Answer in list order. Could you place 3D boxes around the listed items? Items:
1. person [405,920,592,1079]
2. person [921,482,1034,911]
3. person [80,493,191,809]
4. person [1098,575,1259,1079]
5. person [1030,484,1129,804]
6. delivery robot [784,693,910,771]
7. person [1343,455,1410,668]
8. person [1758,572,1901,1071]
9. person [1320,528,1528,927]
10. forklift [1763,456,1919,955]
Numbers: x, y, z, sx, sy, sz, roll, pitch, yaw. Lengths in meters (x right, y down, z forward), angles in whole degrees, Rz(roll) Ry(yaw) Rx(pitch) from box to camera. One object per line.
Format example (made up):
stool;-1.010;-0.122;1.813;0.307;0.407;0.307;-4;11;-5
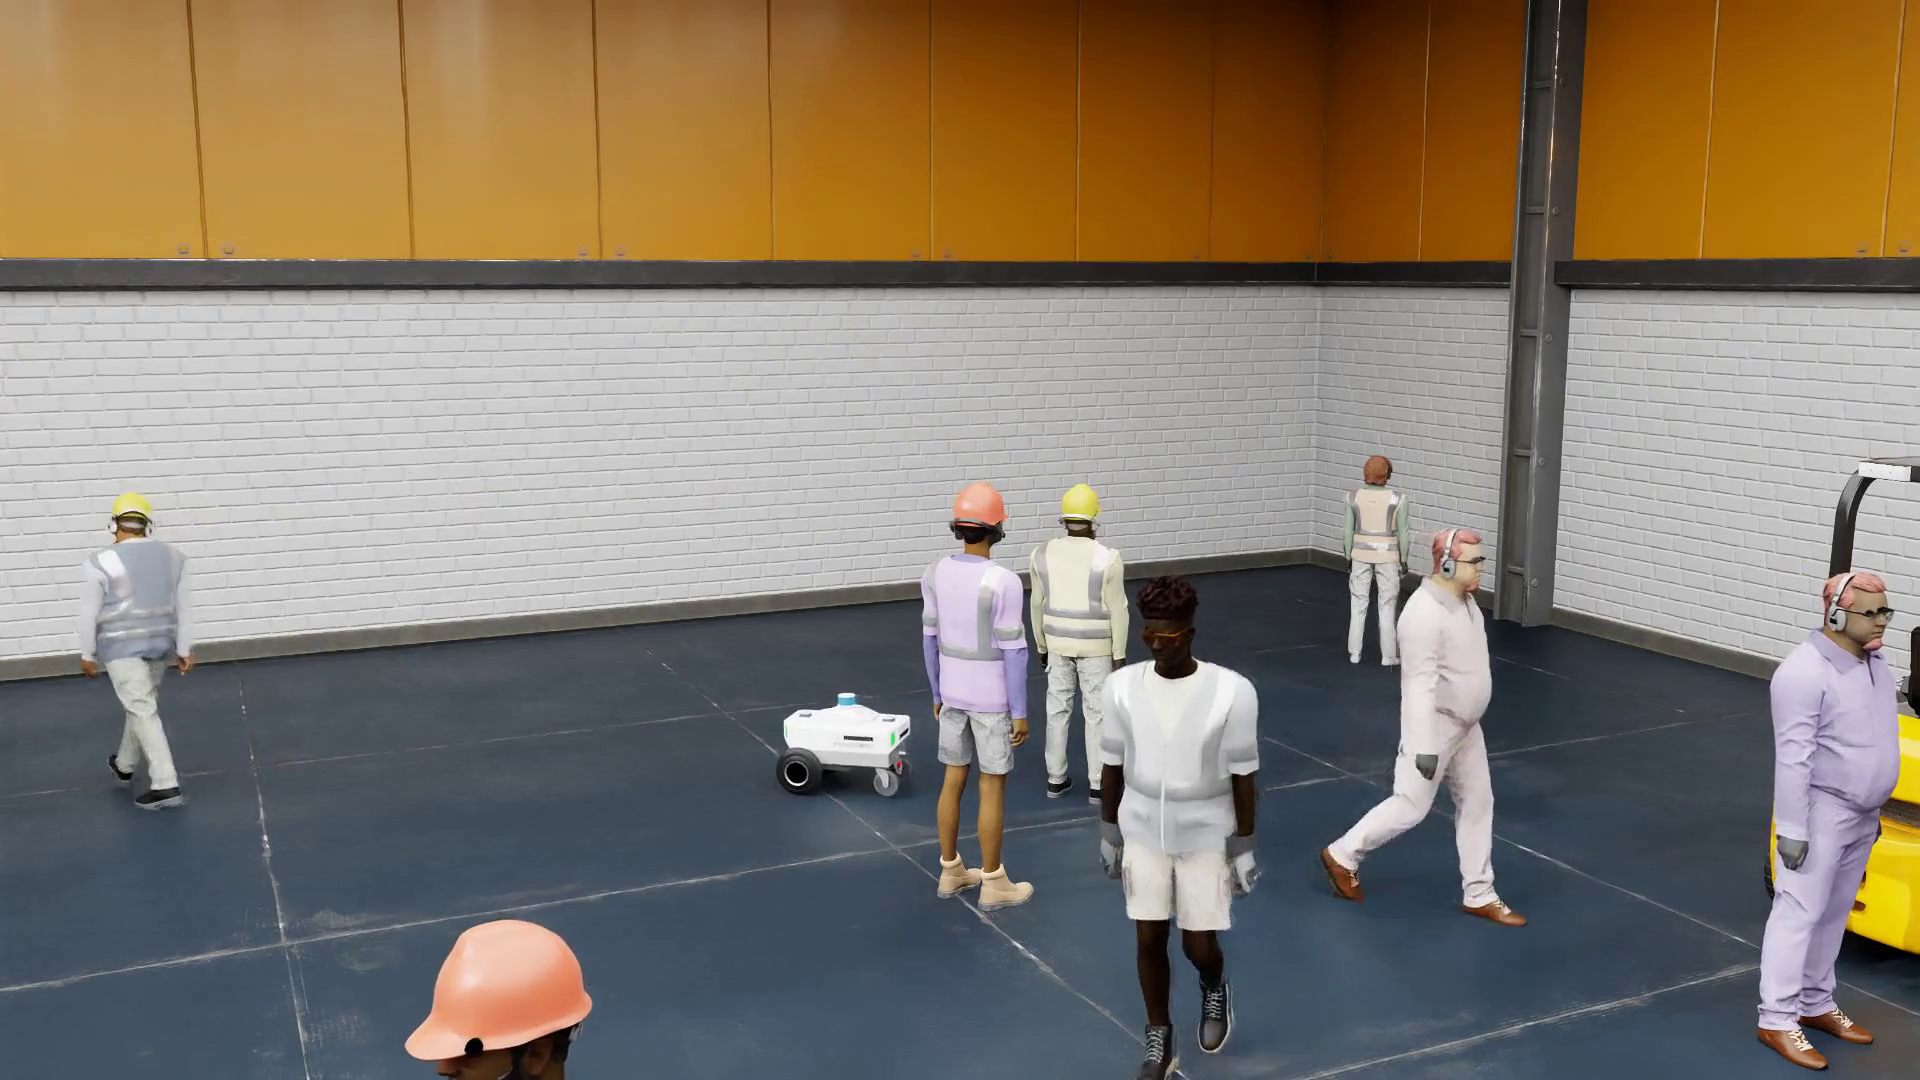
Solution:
person;-0.751;1.601;2.958;0.372;1.935;0.551;-8;12;-41
person;0.093;0.741;7.950;0.610;2.048;0.362;8;12;41
person;-4.739;0.622;9.579;0.912;1.762;0.567;5;10;28
person;0.808;1.076;6.168;0.626;1.948;0.487;4;10;24
person;0.696;0.593;9.522;0.590;1.837;0.403;5;10;27
delivery robot;-0.658;1.143;9.763;0.707;0.478;0.477;2;9;15
person;3.193;0.167;12.780;0.513;1.639;0.307;4;10;26
person;3.378;1.059;6.413;0.651;1.906;0.403;-7;11;-35
person;2.184;0.856;7.802;0.902;1.876;0.653;7;11;37
forklift;4.857;0.731;7.561;2.313;2.155;1.214;-4;10;-25
